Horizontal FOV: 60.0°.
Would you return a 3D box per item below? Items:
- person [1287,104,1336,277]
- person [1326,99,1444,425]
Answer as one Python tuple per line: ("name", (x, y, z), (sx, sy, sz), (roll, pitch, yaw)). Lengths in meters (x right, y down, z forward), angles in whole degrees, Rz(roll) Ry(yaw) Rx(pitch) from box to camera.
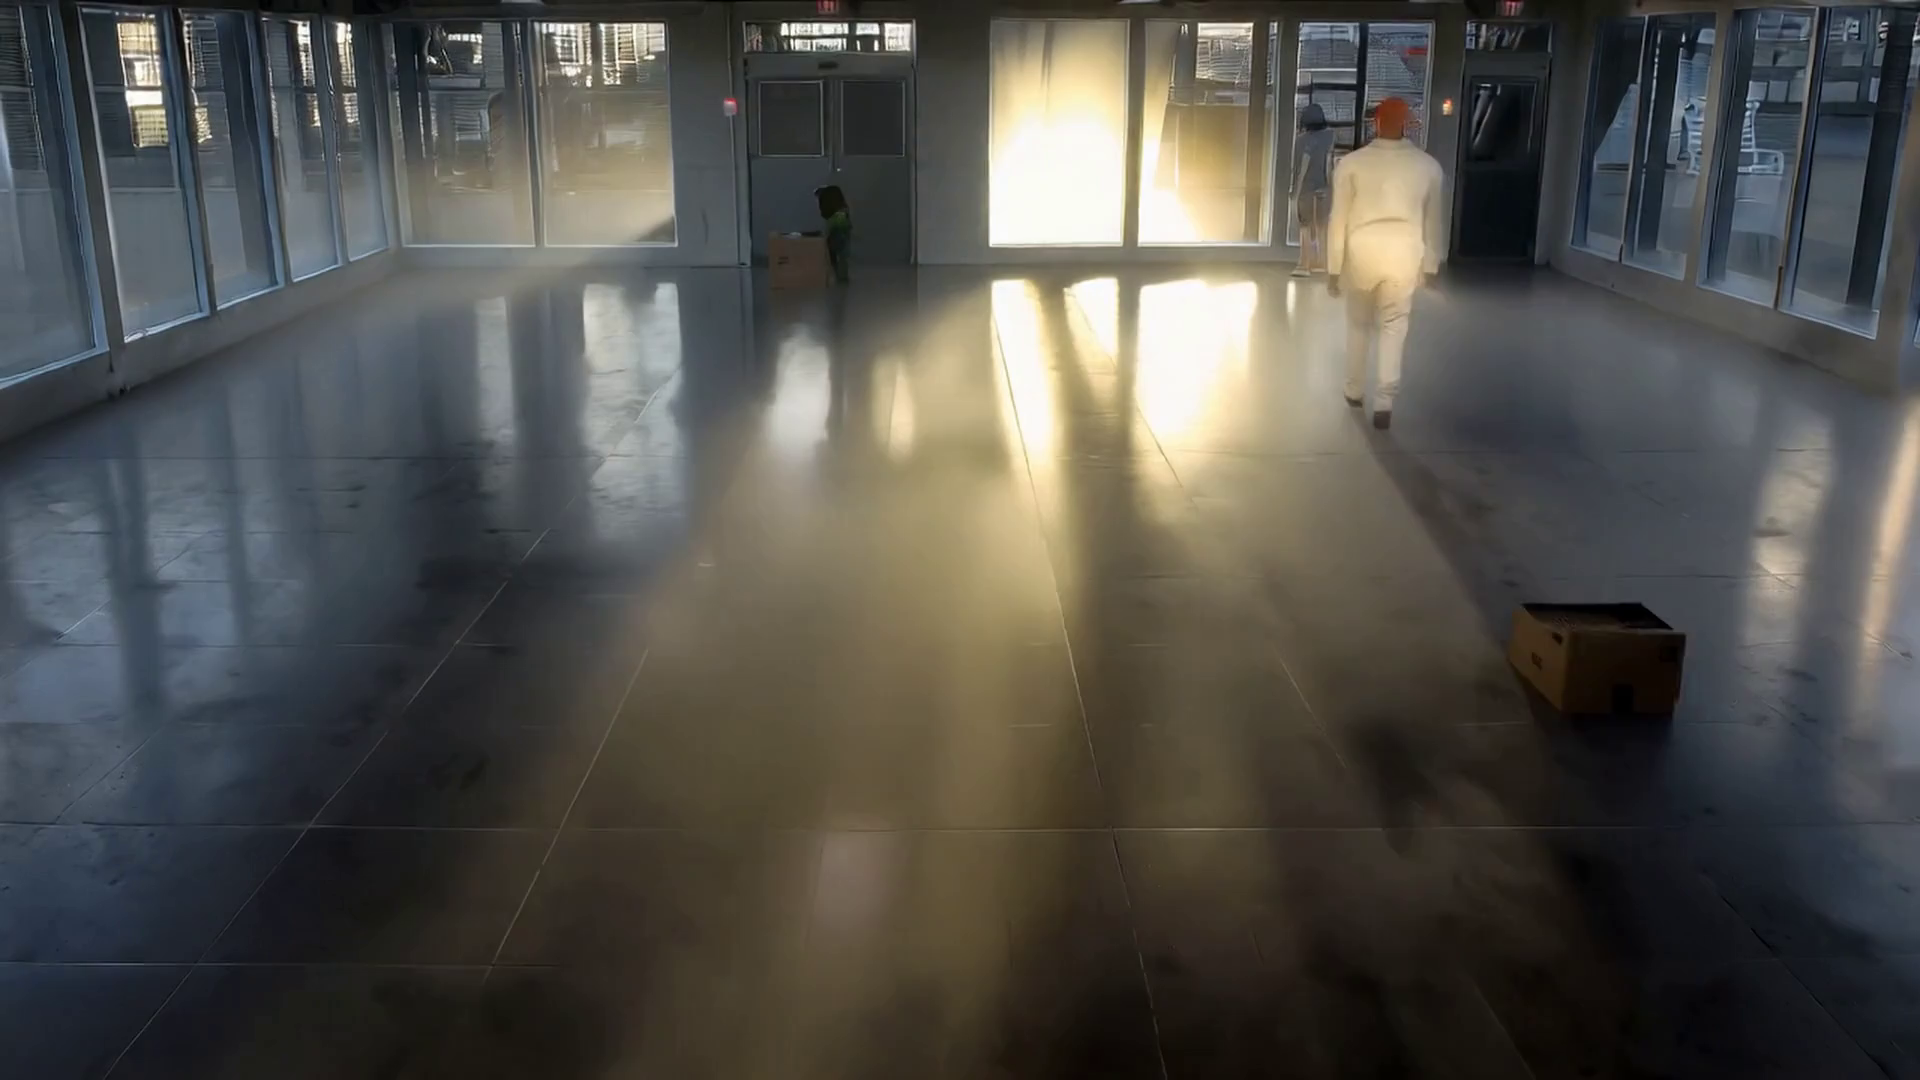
("person", (3.364, -3.342, 15.951), (0.501, 1.632, 0.280), (-8, 18, -27))
("person", (2.482, -1.629, 9.748), (0.664, 1.858, 1.013), (3, 17, 9))
